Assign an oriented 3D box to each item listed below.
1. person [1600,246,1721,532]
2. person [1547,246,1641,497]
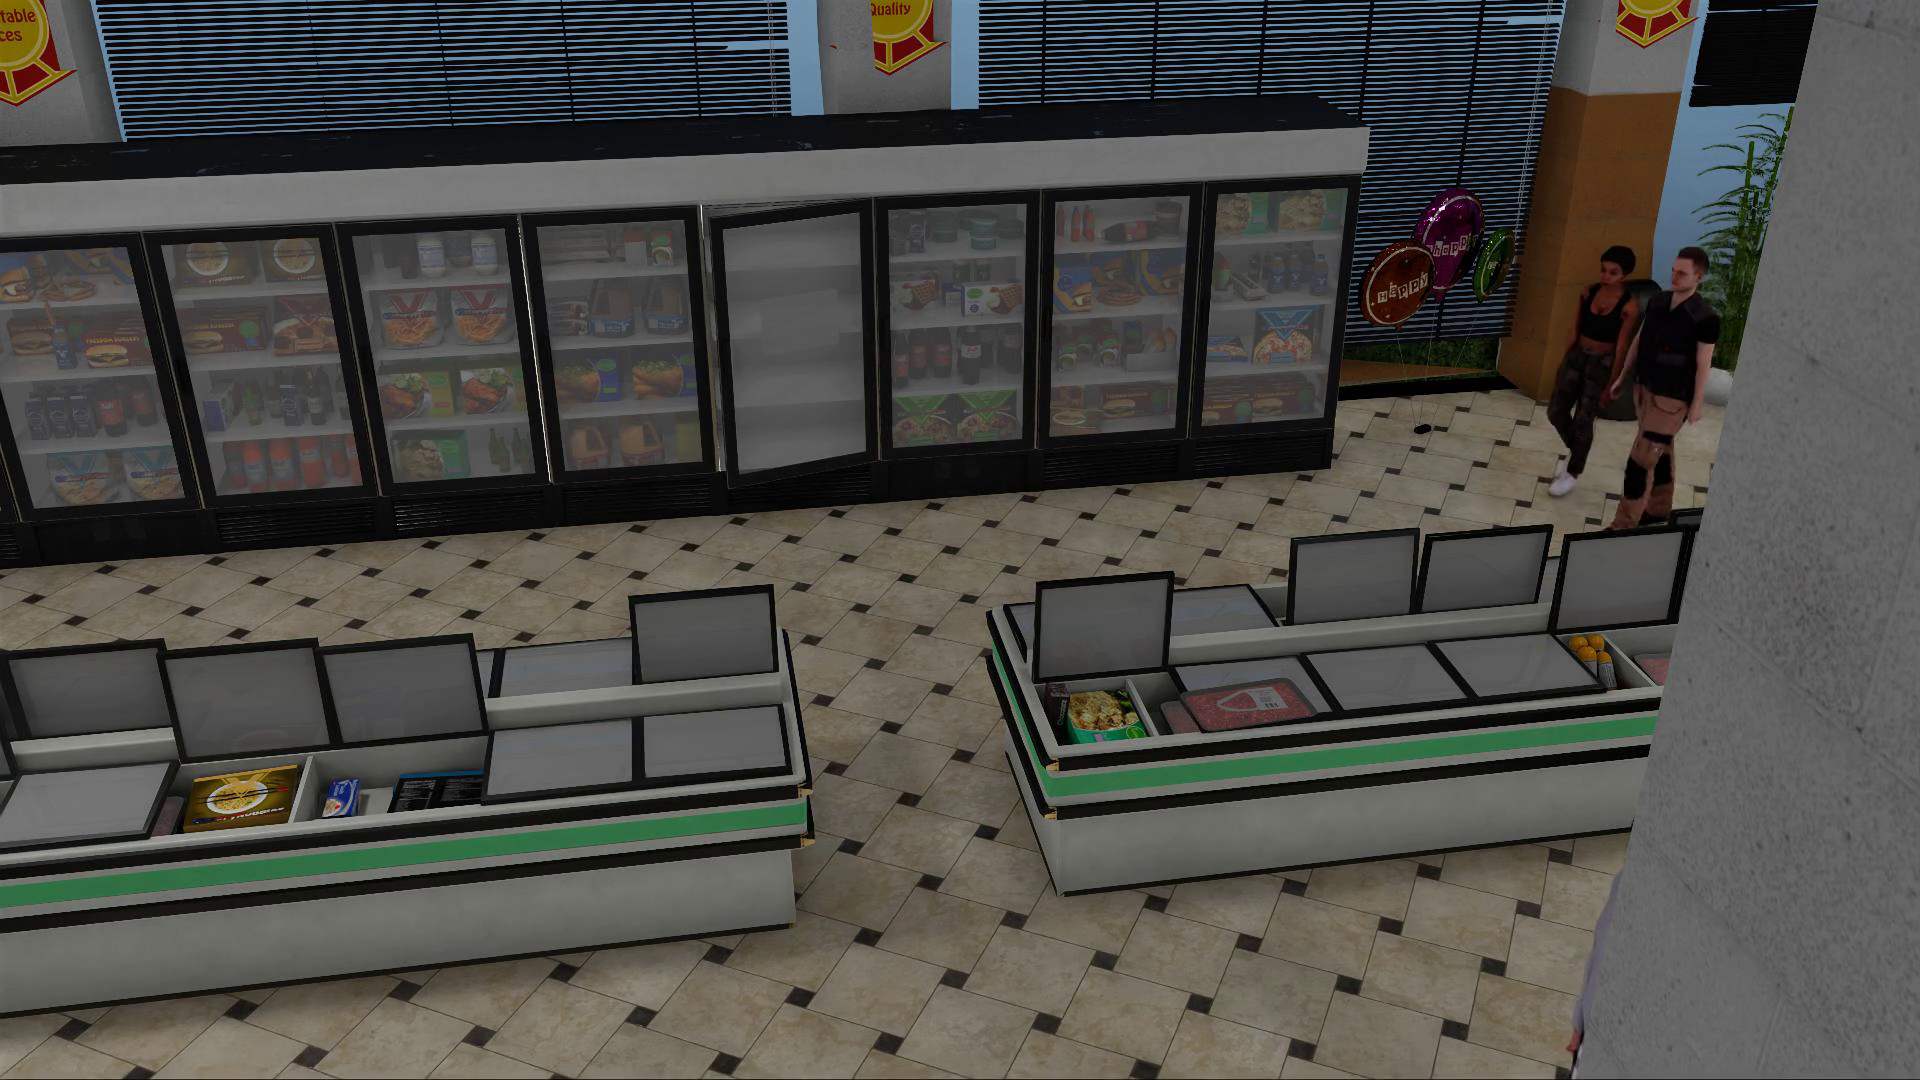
[{"bbox_3d":[4.313,-0.882,9.991,0.959,1.816,0.731,-7,28,-13],"label":"person"},{"bbox_3d":[4.054,-1.061,10.499,0.811,1.676,0.751,-16,31,-29],"label":"person"}]
